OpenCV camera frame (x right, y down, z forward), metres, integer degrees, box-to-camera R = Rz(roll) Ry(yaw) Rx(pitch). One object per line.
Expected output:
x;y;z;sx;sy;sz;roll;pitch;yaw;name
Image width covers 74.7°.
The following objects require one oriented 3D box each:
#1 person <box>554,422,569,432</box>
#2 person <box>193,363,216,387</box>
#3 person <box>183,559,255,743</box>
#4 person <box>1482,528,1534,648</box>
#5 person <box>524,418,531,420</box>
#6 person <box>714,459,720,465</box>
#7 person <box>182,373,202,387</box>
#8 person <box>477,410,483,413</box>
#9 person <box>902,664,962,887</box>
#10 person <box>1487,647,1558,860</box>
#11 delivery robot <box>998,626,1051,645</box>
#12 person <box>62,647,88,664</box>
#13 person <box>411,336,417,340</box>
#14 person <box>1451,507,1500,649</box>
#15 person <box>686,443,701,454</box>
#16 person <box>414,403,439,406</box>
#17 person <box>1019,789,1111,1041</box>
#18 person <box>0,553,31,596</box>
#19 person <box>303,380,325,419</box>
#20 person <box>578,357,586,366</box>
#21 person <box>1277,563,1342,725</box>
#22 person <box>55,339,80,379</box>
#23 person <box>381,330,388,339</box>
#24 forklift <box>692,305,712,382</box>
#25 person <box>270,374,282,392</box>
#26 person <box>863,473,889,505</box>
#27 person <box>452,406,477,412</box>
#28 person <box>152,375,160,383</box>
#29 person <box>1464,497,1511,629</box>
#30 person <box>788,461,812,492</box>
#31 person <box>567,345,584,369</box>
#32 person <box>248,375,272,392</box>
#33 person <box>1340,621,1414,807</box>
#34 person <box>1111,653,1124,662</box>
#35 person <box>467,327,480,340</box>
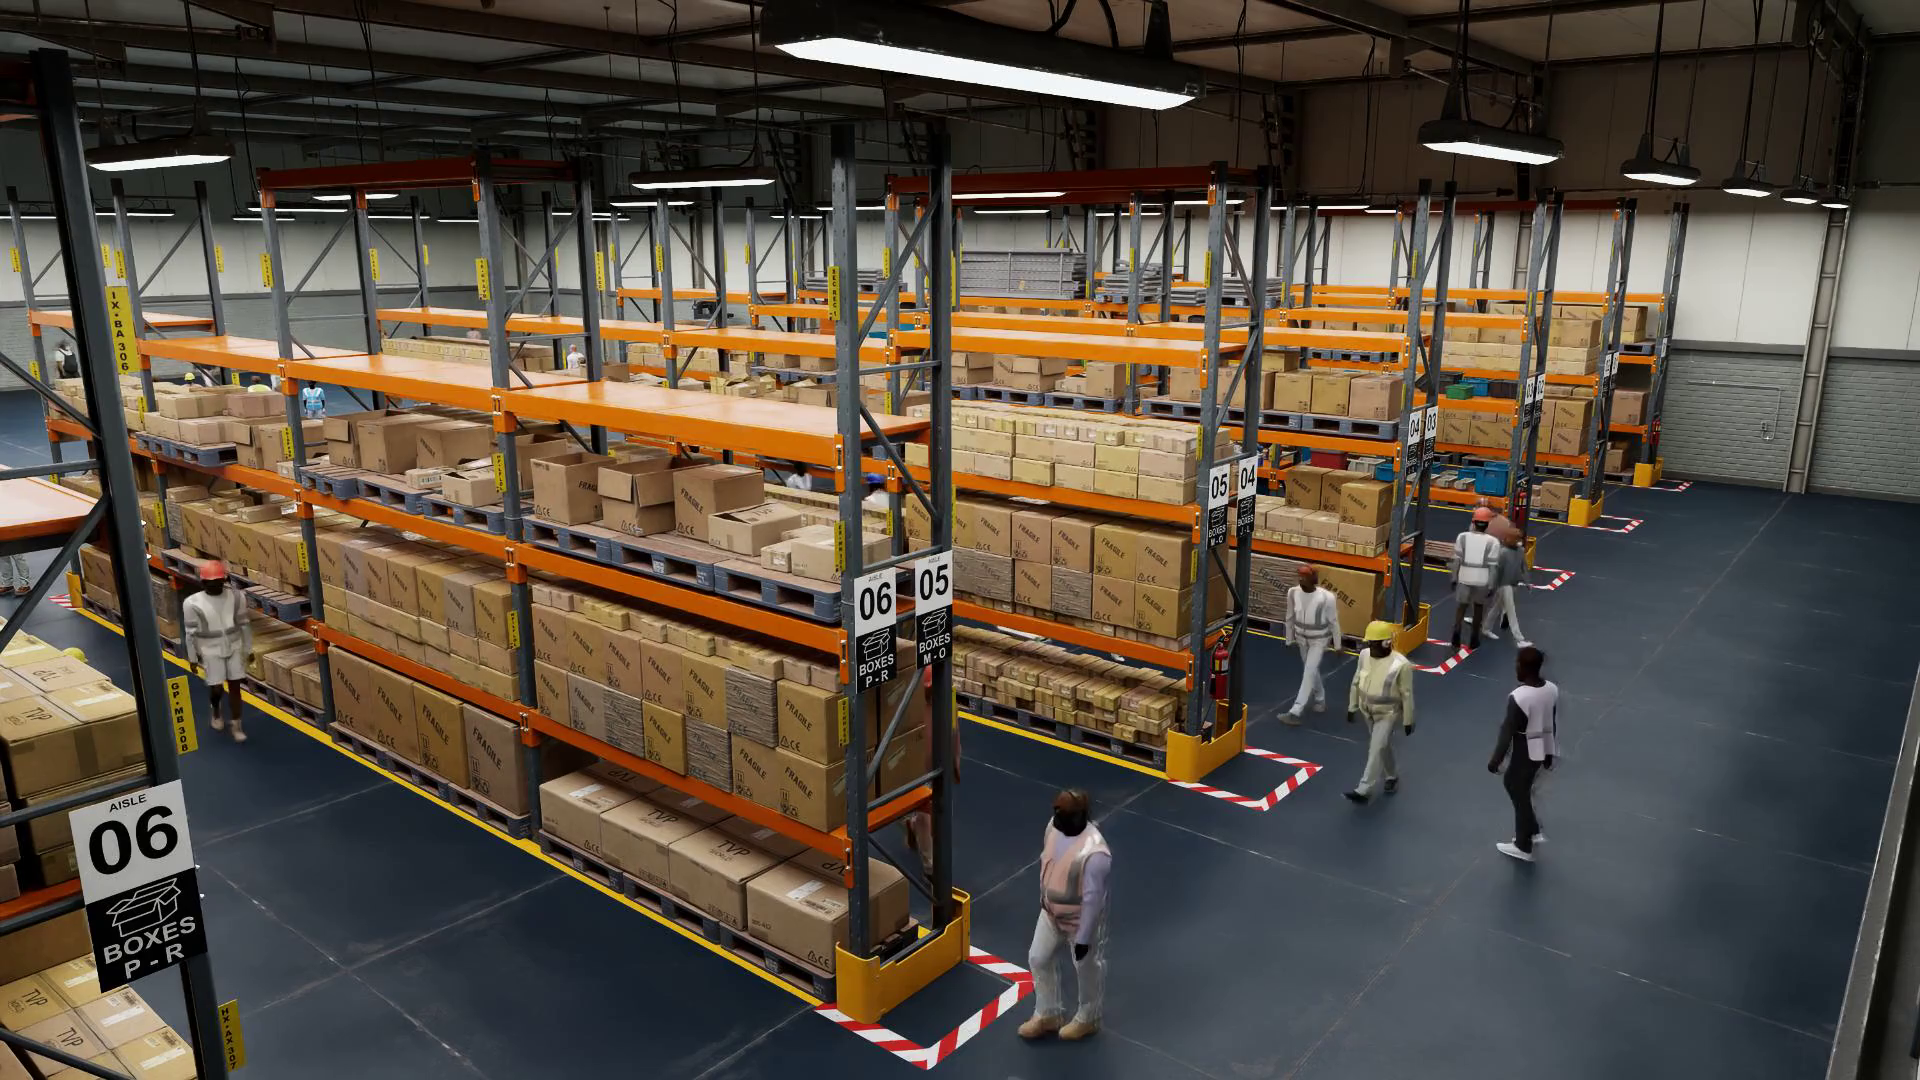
-10.573;-3.513;33.118;0.637;1.904;0.403;-13;19;-43;person
-25.468;-5.801;42.457;1.018;1.947;0.622;8;16;31;person
-7.947;1.180;13.538;0.531;2.030;0.633;12;18;41;person
7.350;0.622;16.760;0.502;1.579;0.877;-8;16;-29;person
-10.656;-3.002;30.925;0.407;1.942;0.615;-6;15;-24;person
-5.563;-2.258;27.975;0.445;1.893;0.664;-10;17;-35;person
-20.581;-3.608;33.812;0.524;1.760;0.328;-5;15;-21;person
-14.568;-4.886;38.608;0.622;1.998;1.074;7;15;27;person
-0.300;1.920;10.612;0.628;1.979;0.720;-9;16;-33;person
4.942;1.864;11.023;0.591;1.901;0.463;-11;18;-39;person
0.829;1.240;16.264;0.707;0.478;0.477;13;19;43;delivery robot
-8.010;1.824;11.516;0.483;1.737;0.320;3;14;13;person
-20.131;-6.695;46.631;0.319;1.698;0.532;12;18;40;person
6.719;0.520;16.492;0.561;1.914;0.655;9;16;34;person
-4.679;-0.905;22.315;0.360;1.938;0.546;8;16;31;person
-13.171;-3.078;31.209;0.603;1.959;0.376;-10;17;-36;person
0.669;2.533;8.407;0.680;1.819;0.654;-8;16;-30;person
-14.466;-0.116;19.068;0.630;1.940;0.372;1;14;5;person
-17.115;-3.480;33.401;0.535;1.699;0.322;-3;14;-14;person
-11.132;-4.506;37.318;0.350;1.847;0.506;-2;14;-8;person
3.949;1.138;14.147;0.970;1.832;0.607;-12;18;-41;person
-29.310;-5.603;41.512;0.944;2.000;0.711;3;14;13;person
-22.975;-7.577;50.382;0.511;1.641;0.308;8;16;30;person
-9.511;-7.392;47.124;1.873;2.768;1.129;11;17;38;forklift
-21.010;-4.837;38.830;0.947;1.787;0.592;6;15;23;person
-1.336;-0.090;18.999;0.894;1.907;0.628;9;17;34;person
-12.342;-3.127;31.505;0.761;1.907;0.552;12;18;41;person
-20.897;-3.397;32.866;0.652;1.792;0.939;-6;15;-25;person
7.296;0.331;17.369;0.663;1.871;0.700;-3;14;-12;person
-2.754;-0.603;21.605;0.472;1.687;0.541;11;18;39;person
-12.400;-5.334;40.615;0.401;1.901;0.640;9;16;33;person
-18.173;-3.365;32.686;0.663;1.809;0.814;-12;18;-42;person
4.027;1.651;12.129;0.922;1.775;0.605;-8;16;-31;person
2.147;0.740;16.181;0.507;1.632;0.268;-13;19;-42;person
-20.249;-8.137;52.446;0.523;1.757;0.368;-2;14;-8;person
